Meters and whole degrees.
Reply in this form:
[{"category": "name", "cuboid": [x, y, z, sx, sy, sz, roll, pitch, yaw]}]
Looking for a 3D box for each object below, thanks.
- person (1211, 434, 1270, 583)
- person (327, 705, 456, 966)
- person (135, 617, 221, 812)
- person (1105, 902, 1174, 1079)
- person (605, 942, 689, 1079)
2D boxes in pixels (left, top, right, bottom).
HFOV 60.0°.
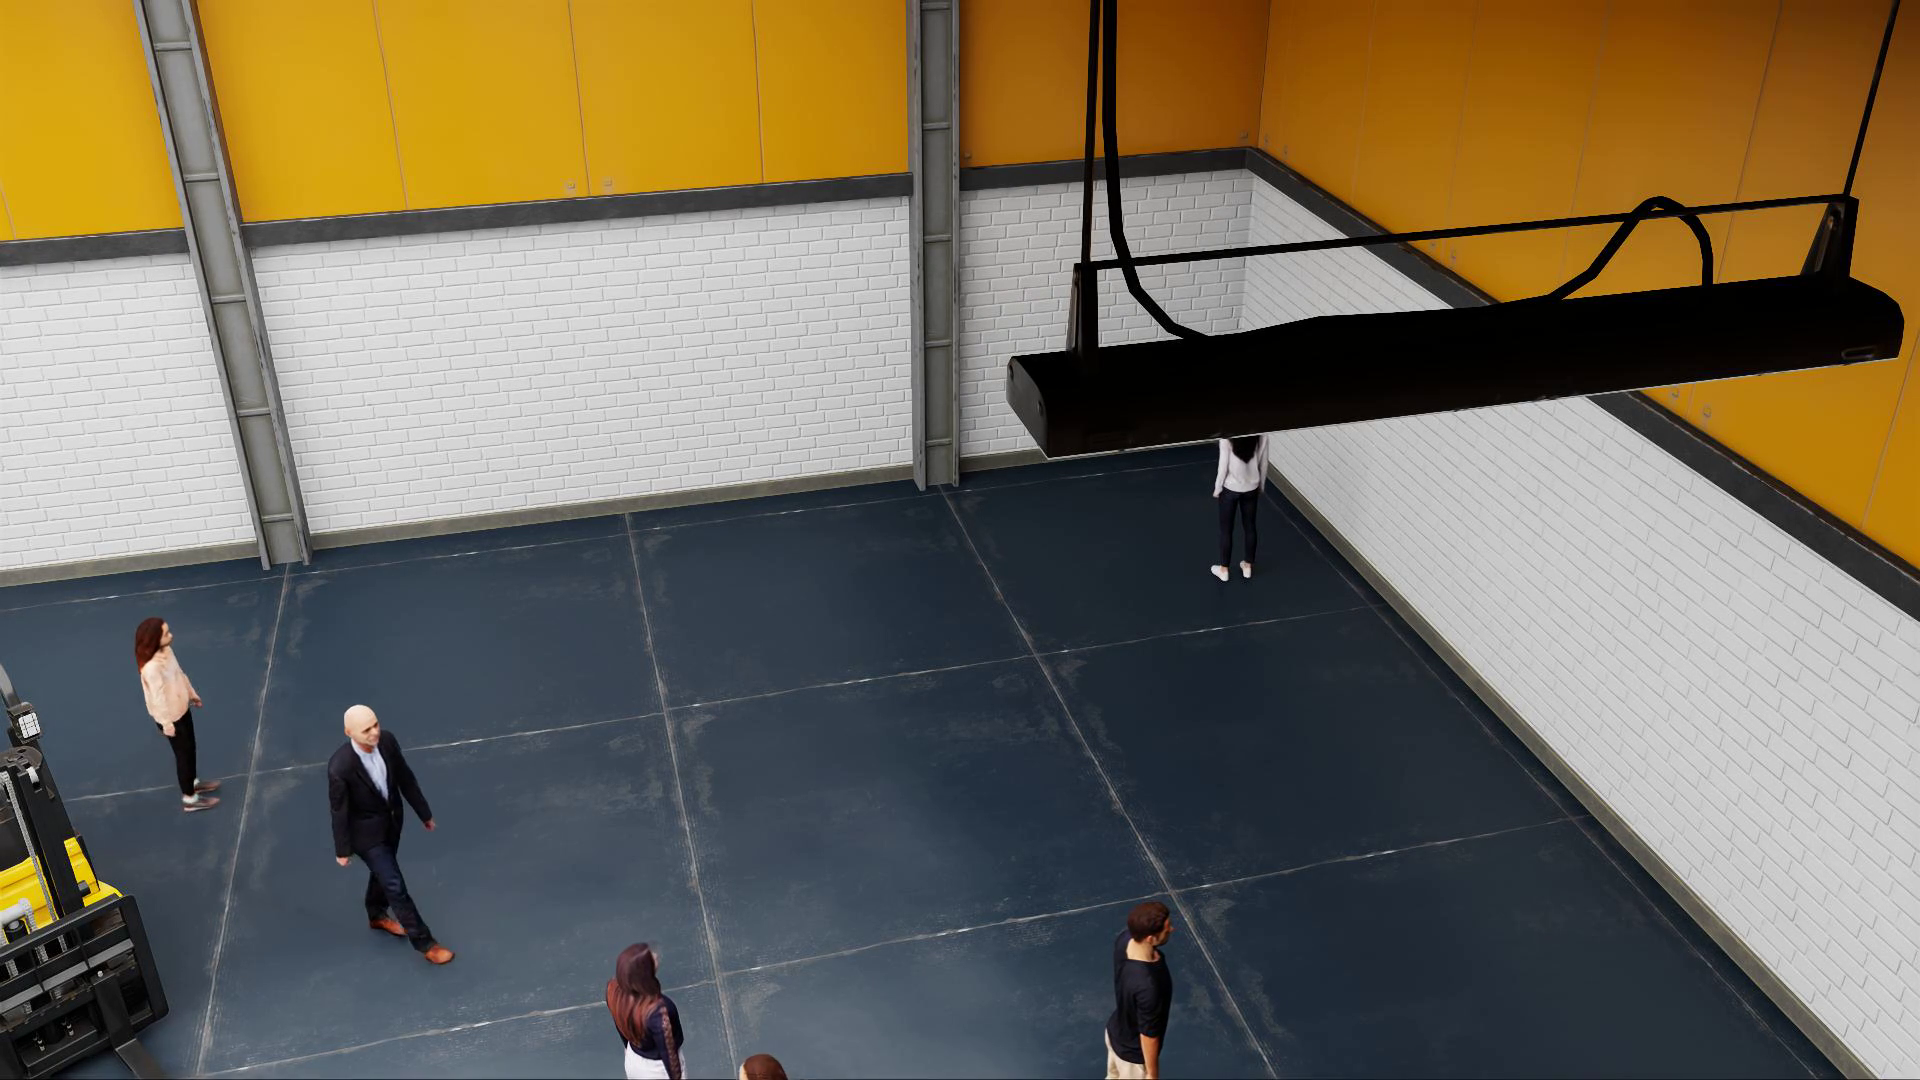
[{"category": "person", "cuboid": [2.404, -0.440, 14.266, 0.480, 1.701, 0.666, -7, 29, -12]}, {"category": "person", "cuboid": [-3.628, 1.743, 10.190, 1.185, 1.771, 1.109, 14, 32, 24]}, {"category": "person", "cuboid": [-5.472, 1.187, 11.517, 0.564, 1.477, 0.600, -5, 29, -9]}, {"category": "person", "cuboid": [0.884, 2.582, 8.568, 0.534, 1.851, 0.635, -6, 29, -11]}, {"category": "person", "cuboid": [-1.569, 2.707, 8.597, 0.688, 1.605, 0.720, 22, 35, 34]}]
